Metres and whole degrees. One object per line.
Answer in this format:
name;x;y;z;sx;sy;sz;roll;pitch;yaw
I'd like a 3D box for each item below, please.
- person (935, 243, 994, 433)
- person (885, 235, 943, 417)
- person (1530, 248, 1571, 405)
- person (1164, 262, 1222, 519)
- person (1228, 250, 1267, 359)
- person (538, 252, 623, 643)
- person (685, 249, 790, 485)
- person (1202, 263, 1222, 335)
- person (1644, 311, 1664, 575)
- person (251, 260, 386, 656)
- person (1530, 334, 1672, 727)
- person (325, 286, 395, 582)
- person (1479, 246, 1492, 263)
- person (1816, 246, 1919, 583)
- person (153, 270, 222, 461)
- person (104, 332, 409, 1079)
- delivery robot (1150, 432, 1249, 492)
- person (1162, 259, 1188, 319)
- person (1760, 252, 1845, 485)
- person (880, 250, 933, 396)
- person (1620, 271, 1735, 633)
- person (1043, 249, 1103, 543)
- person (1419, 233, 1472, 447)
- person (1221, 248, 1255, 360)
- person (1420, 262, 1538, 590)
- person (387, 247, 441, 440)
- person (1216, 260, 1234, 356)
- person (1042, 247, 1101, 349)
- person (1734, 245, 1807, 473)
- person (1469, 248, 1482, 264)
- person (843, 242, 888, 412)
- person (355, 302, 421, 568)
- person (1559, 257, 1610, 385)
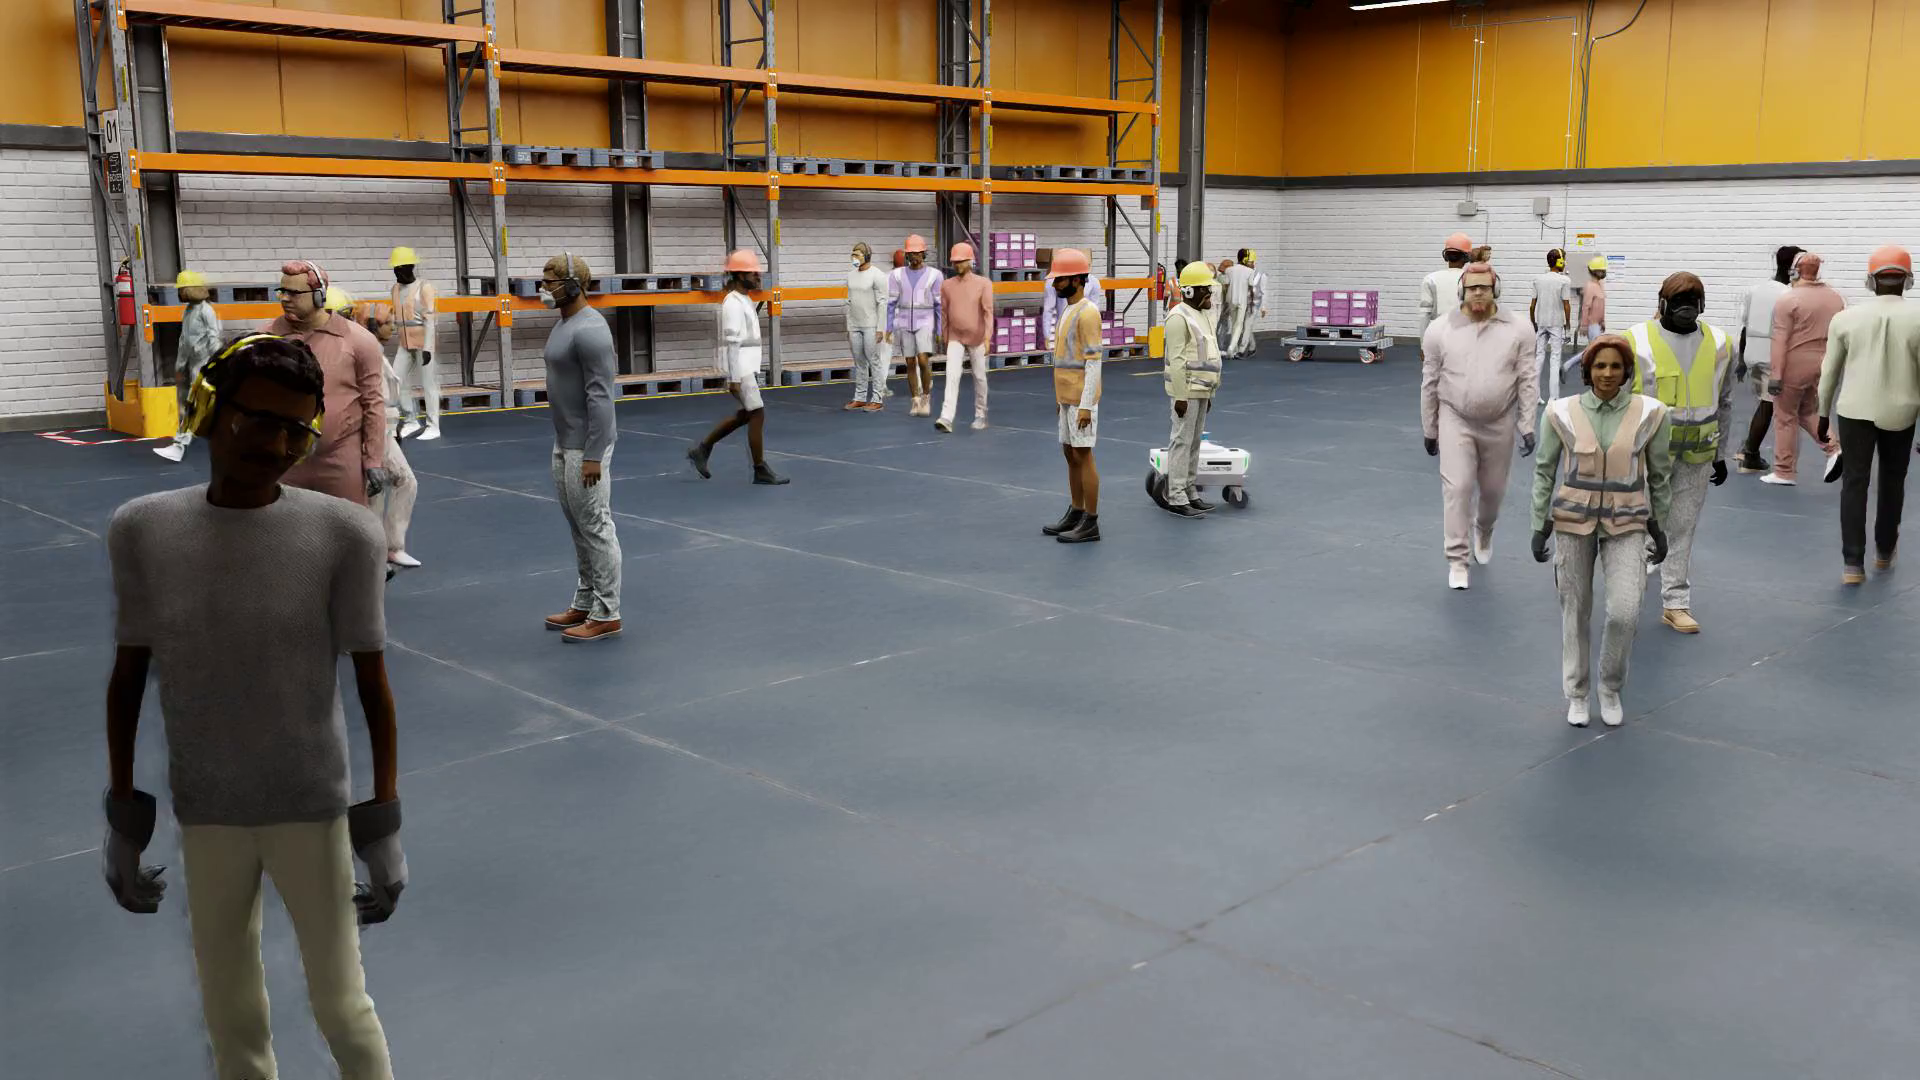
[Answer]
person;0.056;-2.072;17.139;0.621;1.941;1.022;4;11;20
person;-0.513;-2.361;18.455;0.621;2.019;0.650;3;11;13
person;7.022;-2.519;19.759;0.311;1.865;0.532;-9;14;-40
person;1.681;-1.078;11.988;0.403;1.833;0.586;5;11;25
person;4.754;-3.885;27.420;0.604;1.798;0.919;7;13;35
person;-1.902;-0.460;8.332;0.355;1.938;0.636;-5;12;-26
person;-1.827;-1.393;13.497;0.803;1.916;0.551;0;10;1
person;3.712;-3.406;25.275;0.510;1.611;0.618;-2;11;-12
person;4.139;-0.586;9.879;0.521;1.616;0.341;9;14;40
person;-3.093;-0.379;7.989;0.642;1.905;0.399;-1;10;-6
person;2.606;-0.025;6.794;0.544;1.622;0.395;4;11;20
person;-3.368;-0.484;8.973;0.362;1.758;0.527;0;10;-1
person;8.879;-4.108;28.479;0.373;1.843;0.572;8;13;36
person;5.444;-0.754;9.885;0.637;1.945;1.027;6;12;30
person;-6.886;-1.550;14.900;0.512;1.695;0.882;10;14;44
person;-1.325;0.538;3.175;0.573;1.841;0.368;0;10;-1
delivery robot;1.789;-0.567;12.435;0.707;0.478;0.477;0;10;-1
person;3.542;-3.689;26.741;0.545;1.647;0.884;3;11;14
person;6.800;-1.351;13.323;0.658;1.888;0.611;-4;11;-19
person;-0.743;-2.740;21.061;0.598;1.829;0.995;7;13;35
person;3.606;-0.435;8.461;0.626;1.843;0.430;0;10;2
person;0.737;-0.946;10.992;0.378;1.932;0.551;-2;11;-13
person;4.657;-1.871;15.741;0.609;2.043;0.397;6;12;29
person;4.539;-3.863;27.242;0.537;1.824;0.899;5;11;24
person;3.036;-0.694;9.795;0.655;1.879;0.866;2;11;10
person;-5.385;-1.917;16.376;0.607;1.908;0.546;5;12;27
person;4.414;-3.902;27.976;0.369;1.608;0.509;-1;10;-5
person;1.260;-2.359;18.829;0.642;1.903;0.982;1;10;4
person;6.913;-1.517;14.092;0.525;1.933;0.636;-3;11;-17
person;8.057;-3.633;25.920;0.530;1.829;0.673;-3;11;-18
person;-1.084;-2.440;19.127;0.371;1.939;0.629;-10;14;-44
person;-3.481;-0.627;10.115;0.496;1.623;0.517;-4;11;-21
person;8.246;-2.837;21.805;0.690;1.747;0.529;7;13;34
